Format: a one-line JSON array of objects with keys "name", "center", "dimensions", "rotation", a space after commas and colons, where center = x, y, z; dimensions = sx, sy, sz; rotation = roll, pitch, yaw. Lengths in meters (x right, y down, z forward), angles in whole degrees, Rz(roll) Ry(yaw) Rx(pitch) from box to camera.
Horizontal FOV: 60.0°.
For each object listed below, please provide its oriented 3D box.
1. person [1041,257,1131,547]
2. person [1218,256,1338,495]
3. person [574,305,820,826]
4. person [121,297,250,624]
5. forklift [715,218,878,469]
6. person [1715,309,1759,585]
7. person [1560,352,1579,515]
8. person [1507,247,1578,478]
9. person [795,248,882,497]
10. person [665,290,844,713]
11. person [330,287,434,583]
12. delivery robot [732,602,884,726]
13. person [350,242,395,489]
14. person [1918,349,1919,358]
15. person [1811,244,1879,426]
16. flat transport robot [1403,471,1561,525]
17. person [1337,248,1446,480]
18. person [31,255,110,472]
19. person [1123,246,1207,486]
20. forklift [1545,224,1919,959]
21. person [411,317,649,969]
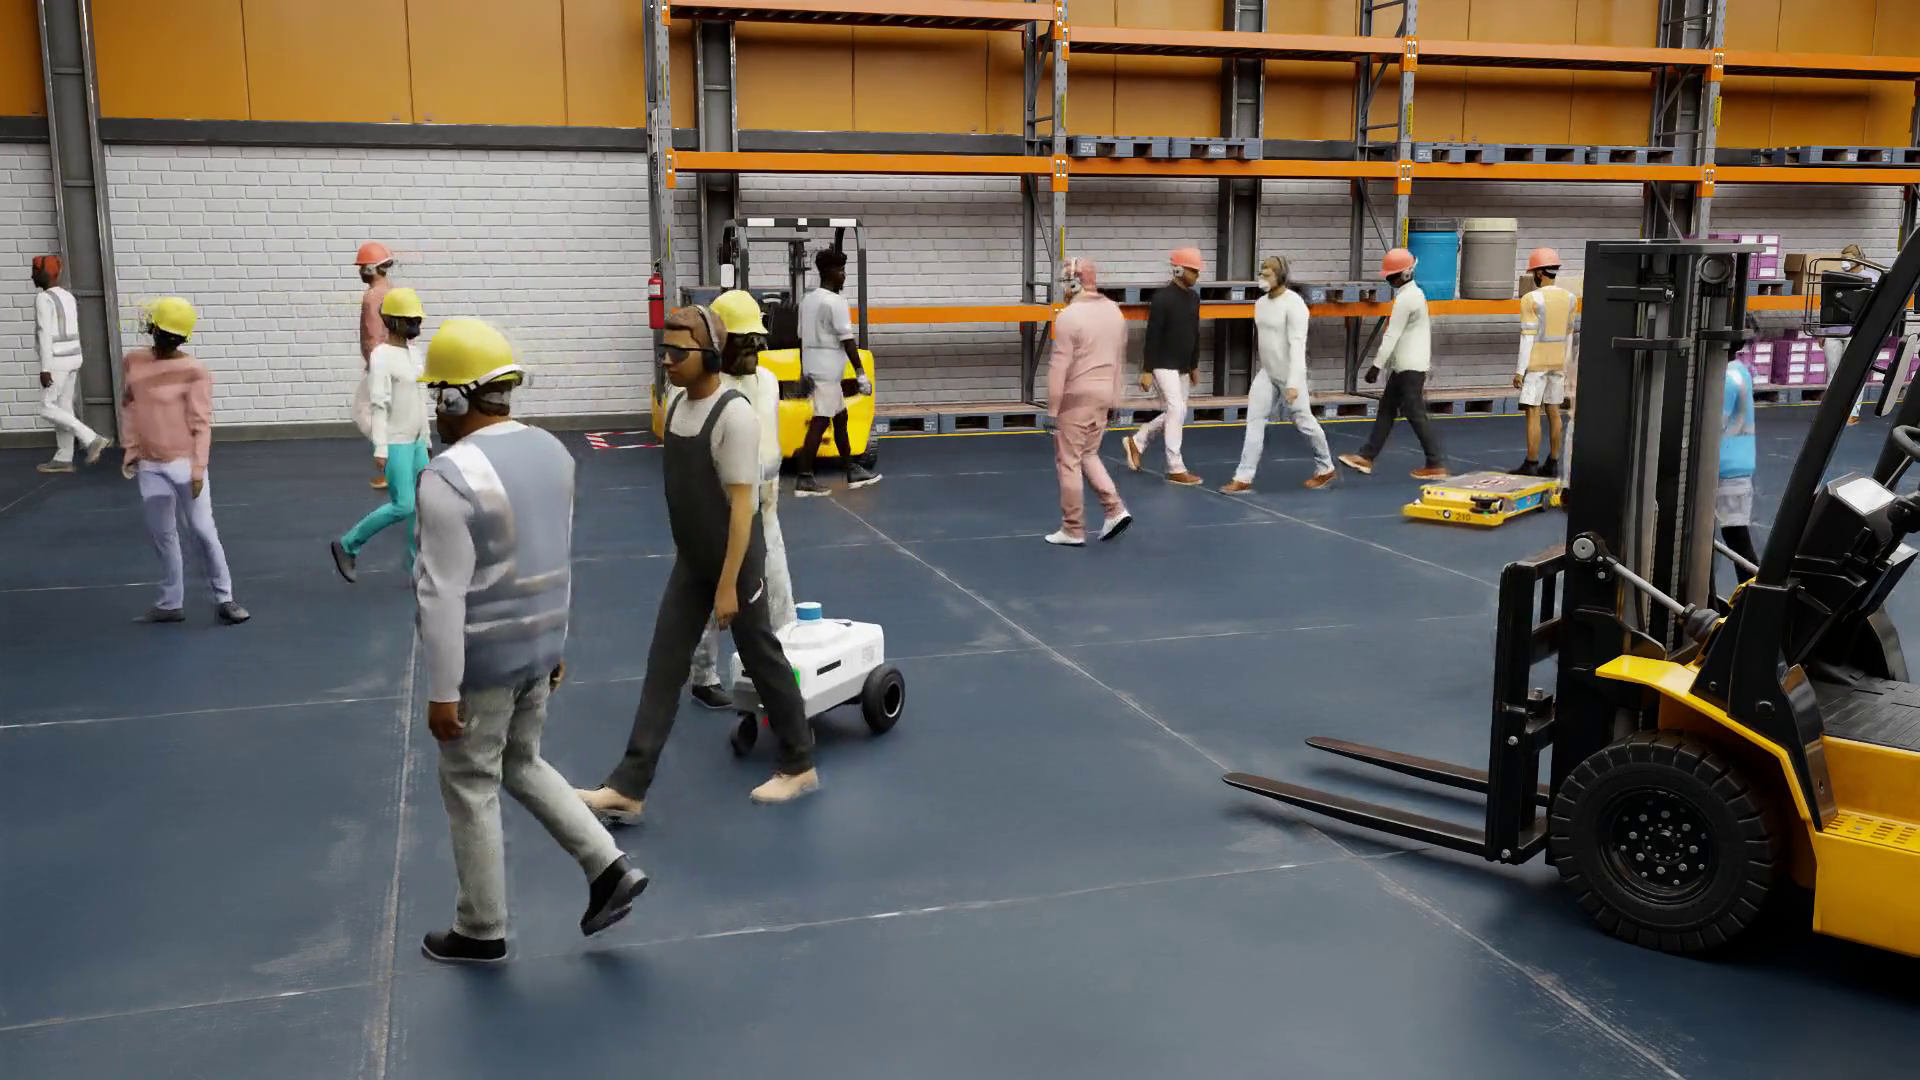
[{"name": "person", "center": [0.782, -0.883, 10.833], "dimensions": [0.444, 1.892, 0.676], "rotation": [9, 14, 41]}, {"name": "person", "center": [2.574, -1.298, 13.135], "dimensions": [1.068, 1.884, 0.638], "rotation": [-5, 12, -26]}, {"name": "person", "center": [-0.887, 0.097, 5.733], "dimensions": [0.975, 1.789, 0.531], "rotation": [-10, 14, -42]}, {"name": "person", "center": [-4.073, -0.387, 8.596], "dimensions": [0.635, 1.721, 0.345], "rotation": [4, 11, 20]}, {"name": "forklift", "center": [-1.522, -1.778, 14.899], "dimensions": [1.214, 2.155, 2.313], "rotation": [-3, 11, -17]}, {"name": "person", "center": [3.795, -0.364, 8.582], "dimensions": [0.819, 1.655, 0.553], "rotation": [6, 12, 28]}, {"name": "person", "center": [3.097, -0.281, 7.517], "dimensions": [0.856, 1.892, 0.614], "rotation": [-5, 11, -24]}, {"name": "person", "center": [4.841, -1.459, 13.861], "dimensions": [0.544, 1.935, 0.361], "rotation": [-5, 11, -24]}, {"name": "person", "center": [-0.946, -1.317, 13.099], "dimensions": [0.932, 1.927, 0.628], "rotation": [-5, 12, -27]}, {"name": "person", "center": [-0.874, -0.120, 6.891], "dimensions": [0.865, 1.794, 0.619], "rotation": [10, 14, 43]}, {"name": "person", "center": [-3.242, -0.559, 9.465], "dimensions": [0.587, 1.749, 0.528], "rotation": [1, 10, 6]}, {"name": "delivery robot", "center": [-0.603, 0.494, 6.680], "dimensions": [0.477, 0.478, 0.707], "rotation": [5, 12, 27]}, {"name": "person", "center": [-4.619, -1.371, 13.259], "dimensions": [0.447, 1.973, 0.644], "rotation": [1, 10, 3]}, {"name": "person", "center": [10.085, -2.008, 16.915], "dimensions": [0.590, 1.919, 0.391], "rotation": [3, 11, 14]}, {"name": "person", "center": [9.561, -2.203, 17.928], "dimensions": [0.352, 1.937, 0.635], "rotation": [-5, 12, -27]}, {"name": "flat transport robot", "center": [3.869, -0.322, 12.195], "dimensions": [0.652, 0.197, 1.431], "rotation": [8, 13, 39]}, {"name": "person", "center": [3.677, -1.456, 13.887], "dimensions": [0.910, 1.925, 0.626], "rotation": [3, 11, 17]}, {"name": "person", "center": [-7.681, -1.496, 14.245], "dimensions": [0.546, 1.869, 0.603], "rotation": [-1, 10, -6]}, {"name": "person", "center": [1.676, -1.444, 13.720], "dimensions": [0.788, 1.960, 0.639], "rotation": [8, 13, 38]}, {"name": "forklift", "center": [2.909, 0.117, 4.508], "dimensions": [2.313, 2.155, 1.214], "rotation": [9, 14, 40]}, {"name": "person", "center": [-1.227, 0.303, 4.545], "dimensions": [0.543, 1.817, 0.594], "rotation": [4, 11, 20]}]
